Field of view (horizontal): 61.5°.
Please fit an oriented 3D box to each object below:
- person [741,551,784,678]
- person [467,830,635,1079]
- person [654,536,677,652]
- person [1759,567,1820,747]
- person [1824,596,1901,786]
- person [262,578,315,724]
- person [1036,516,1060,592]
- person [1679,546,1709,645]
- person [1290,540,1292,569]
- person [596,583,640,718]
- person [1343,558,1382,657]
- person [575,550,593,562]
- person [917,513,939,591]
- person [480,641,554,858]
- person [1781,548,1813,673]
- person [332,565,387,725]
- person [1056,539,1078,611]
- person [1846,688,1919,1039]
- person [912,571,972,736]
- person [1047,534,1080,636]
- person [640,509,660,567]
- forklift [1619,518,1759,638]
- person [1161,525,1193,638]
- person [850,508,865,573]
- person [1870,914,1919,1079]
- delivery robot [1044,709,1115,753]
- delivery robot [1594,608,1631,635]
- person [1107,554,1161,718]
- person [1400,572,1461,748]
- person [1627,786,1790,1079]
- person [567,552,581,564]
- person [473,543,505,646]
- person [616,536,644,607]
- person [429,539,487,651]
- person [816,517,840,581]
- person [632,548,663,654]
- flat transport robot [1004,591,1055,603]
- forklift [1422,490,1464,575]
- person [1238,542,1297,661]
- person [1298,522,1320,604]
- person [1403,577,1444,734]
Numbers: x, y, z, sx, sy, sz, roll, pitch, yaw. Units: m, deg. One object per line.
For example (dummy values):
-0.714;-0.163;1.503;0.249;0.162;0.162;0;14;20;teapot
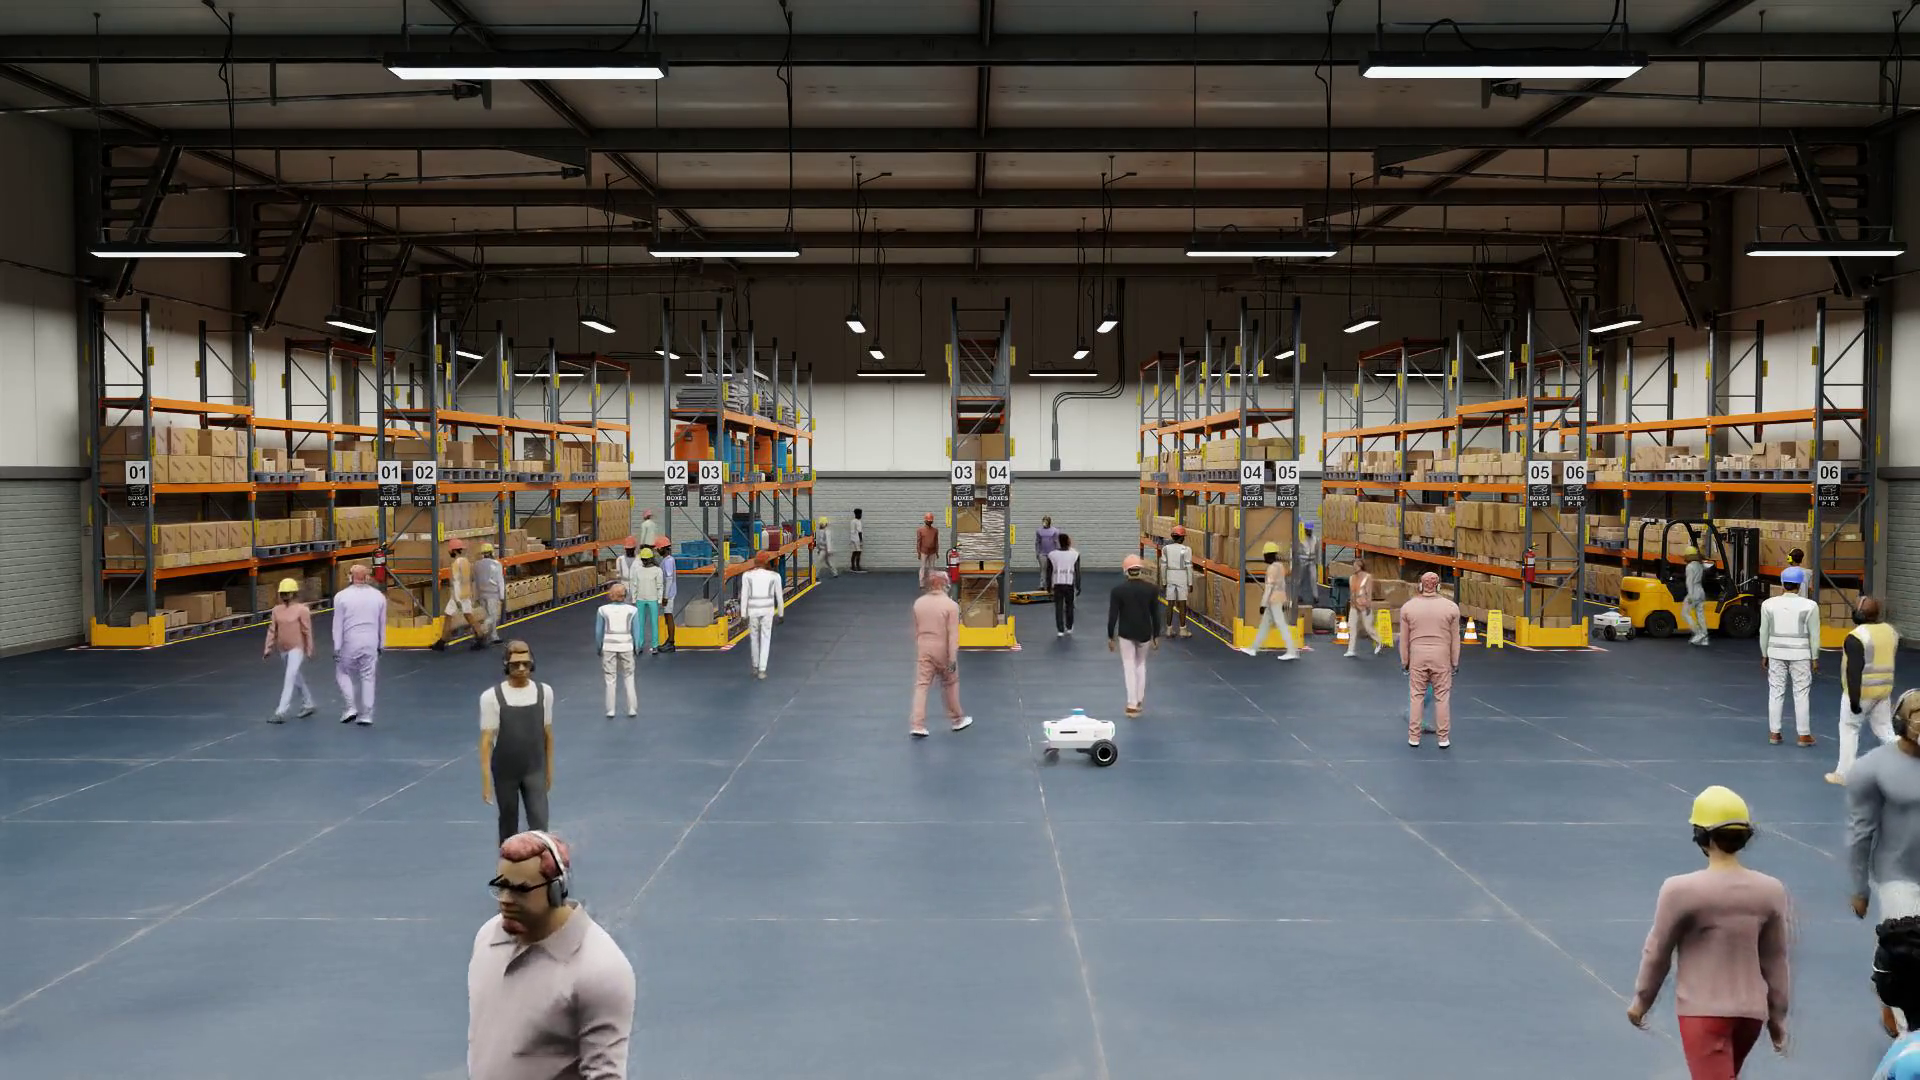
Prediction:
-2.893;1.079;23.707;0.609;1.835;0.968;0;2;-3;person
-1.298;1.808;4.784;0.669;1.877;0.818;1;3;32;person
-4.932;0.904;27.024;0.374;1.928;0.543;0;2;-10;person
9.085;1.265;17.677;0.605;1.948;0.404;2;3;43;person
8.586;1.431;15.148;0.617;1.819;0.824;-1;2;-20;person
-8.034;1.313;19.369;0.534;1.713;0.928;1;2;18;person
2.215;0.351;40.858;0.629;1.937;0.376;1;2;24;person
12.760;0.969;28.042;0.521;1.710;0.494;-2;3;-40;person
9.341;0.198;46.217;0.625;1.822;0.669;-2;3;-45;person
-4.152;1.343;19.629;0.524;1.637;0.352;0;2;-10;person
6.565;1.087;26.279;0.721;1.615;0.514;-2;3;-36;person
-10.544;0.227;45.083;0.528;1.841;0.751;1;2;14;person
-0.816;0.306;41.253;0.611;1.995;0.377;-1;3;-26;person
-2.959;1.600;10.886;0.523;1.810;0.836;-1;3;-27;person
12.482;1.048;24.137;0.509;1.872;0.329;0;2;-7;person
-7.106;1.238;19.058;0.679;1.887;0.543;-2;3;-44;person
2.303;0.731;35.066;0.554;1.620;0.420;0;2;-3;person
4.677;1.669;7.943;0.642;1.922;0.750;0;2;4;person
-0.244;1.285;18.346;0.660;1.855;0.999;1;3;32;person
1.915;0.827;29.857;0.629;1.858;1.046;0;2;7;person
-8.967;0.096;46.734;0.726;1.979;0.610;1;2;18;person
13.417;0.684;29.791;2.313;2.155;1.214;0;2;0;forklift
3.975;0.753;29.416;0.614;2.041;0.389;2;3;34;person
-3.130;0.004;49.190;0.362;1.963;0.612;-1;3;-30;person
2.744;1.917;4.622;0.373;1.687;0.537;2;3;42;person
1.217;1.972;16.535;0.707;0.478;0.477;0;2;-2;delivery robot
11.762;1.473;29.106;0.477;0.478;0.707;0;2;-12;delivery robot
2.096;1.163;19.845;0.646;1.975;0.672;-1;2;-14;person
5.113;1.298;17.560;0.636;1.899;0.401;1;2;23;person
2.937;1.829;6.357;0.527;1.721;0.903;0;2;-12;person
-10.854;0.117;45.695;0.492;2.027;0.631;1;3;25;person
-8.108;0.945;27.700;0.598;1.789;0.674;1;3;26;person
-5.782;0.870;28.485;0.547;1.895;0.960;0;2;-1;person
-8.426;0.922;27.142;0.960;1.897;0.555;0;2;11;person
-3.770;0.252;45.205;0.920;1.793;0.606;-1;2;-18;person
-5.162;1.004;26.635;0.524;1.759;0.328;0;2;5;person
1.693;1.318;37.642;1.431;0.197;0.652;-2;3;-43;flat transport robot
13.926;-0.371;47.846;1.873;2.768;1.129;0;2;0;forklift
4.936;0.977;25.784;0.974;1.871;0.613;1;2;19;person
8.012;0.517;37.290;0.615;1.902;1.012;0;2;-7;person
5.291;1.306;18.353;0.448;1.820;0.677;1;2;21;person
